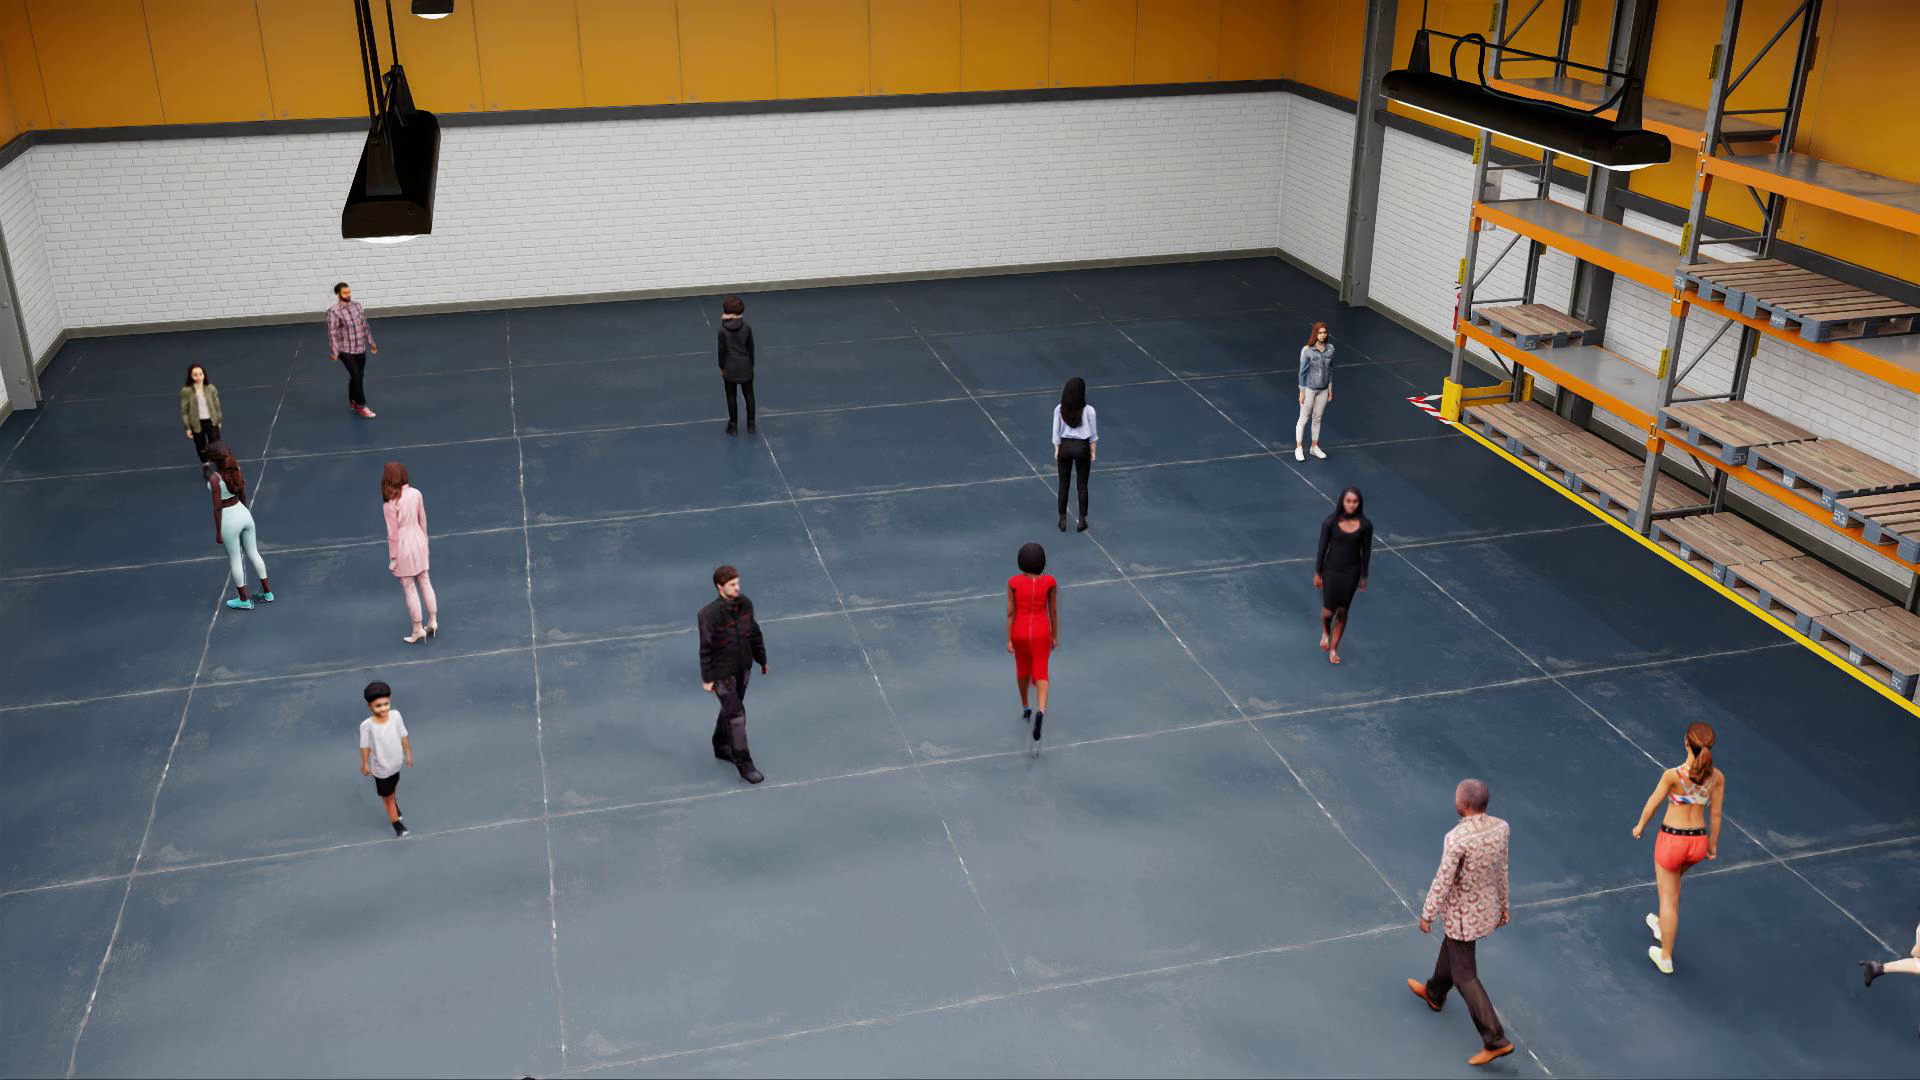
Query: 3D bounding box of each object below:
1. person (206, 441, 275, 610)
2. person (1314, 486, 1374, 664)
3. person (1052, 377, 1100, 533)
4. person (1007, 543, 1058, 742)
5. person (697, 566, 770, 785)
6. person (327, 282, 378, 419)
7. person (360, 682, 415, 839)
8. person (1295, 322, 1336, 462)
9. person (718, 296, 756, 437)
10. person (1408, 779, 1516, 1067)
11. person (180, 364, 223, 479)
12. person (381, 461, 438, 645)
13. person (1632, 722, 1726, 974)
[{"bbox_3d":[-7.074,-0.157,16.233,0.770,1.732,0.708,11,26,23],"label":"person"},{"bbox_3d":[3.484,0.289,15.234,0.718,1.713,0.743,1,24,3],"label":"person"},{"bbox_3d":[1.232,-0.928,17.980,0.727,1.744,0.702,4,24,8],"label":"person"},{"bbox_3d":[0.605,0.871,13.890,0.742,1.725,1.058,-1,24,-1],"label":"person"},{"bbox_3d":[-1.924,1.028,13.420,1.103,1.813,1.031,14,27,30],"label":"person"},{"bbox_3d":[-7.931,-2.485,21.547,1.001,1.740,0.949,10,26,22],"label":"person"},{"bbox_3d":[-4.420,1.640,12.750,0.734,1.228,0.924,-18,29,-35],"label":"person"},{"bbox_3d":[4.267,-1.807,20.043,0.621,1.702,0.520,-7,25,-16],"label":"person"},{"bbox_3d":[-2.779,-2.181,20.800,0.621,1.781,0.597,-7,25,-16],"label":"person"},{"bbox_3d":[3.230,2.381,10.363,0.993,1.781,1.285,-17,29,-34],"label":"person"},{"bbox_3d":[-8.786,-1.333,19.283,0.722,1.443,1.056,-12,26,-25],"label":"person"},{"bbox_3d":[-5.130,0.118,15.516,0.734,1.802,0.680,14,27,28],"label":"person"},{"bbox_3d":[4.819,2.091,11.046,0.690,1.767,0.857,-3,24,-6],"label":"person"}]
